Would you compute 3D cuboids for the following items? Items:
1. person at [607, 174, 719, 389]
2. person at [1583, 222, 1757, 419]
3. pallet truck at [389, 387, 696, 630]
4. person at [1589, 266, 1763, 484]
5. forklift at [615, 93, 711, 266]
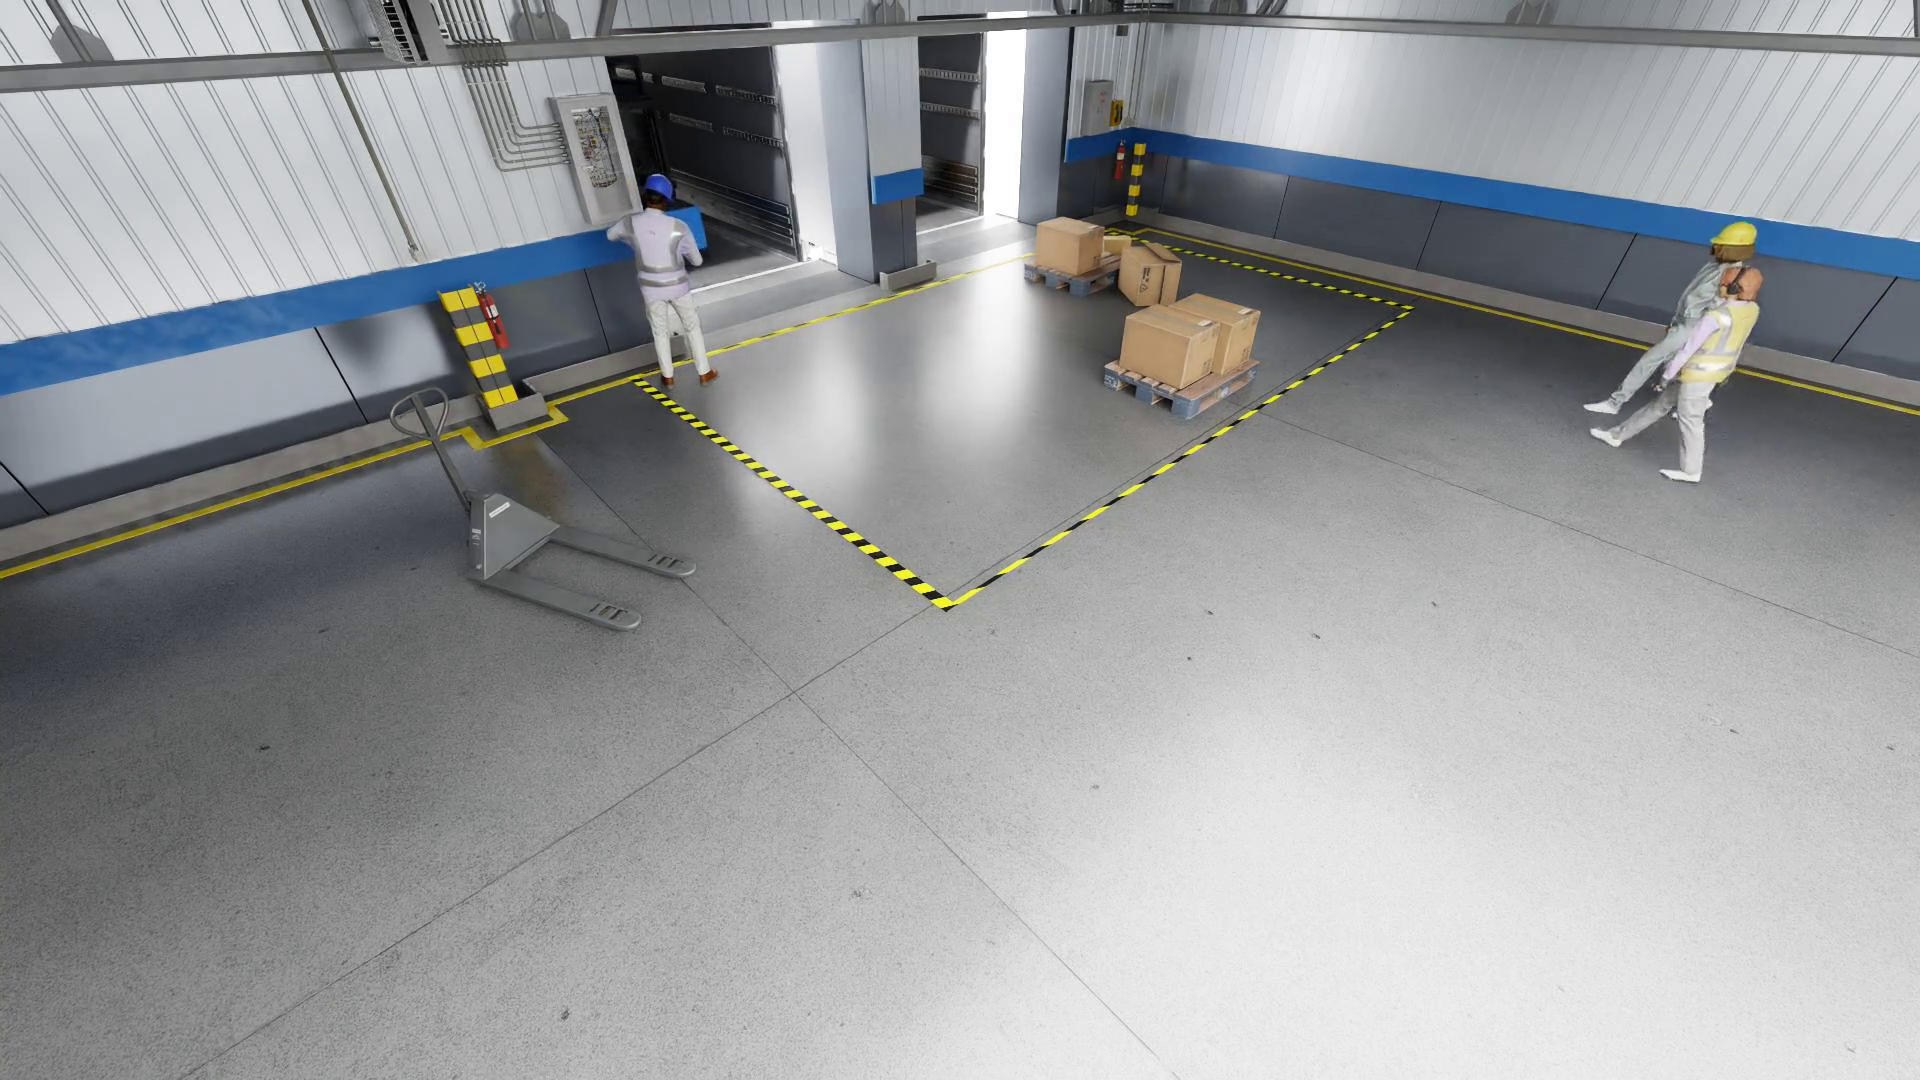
[{"bbox_3d":[-2.762,-2.394,6.851,0.782,1.879,0.725,-8,38,-10],"label":"person"},{"bbox_3d":[6.239,-1.796,6.221,0.886,1.698,0.499,17,41,20],"label":"person"},{"bbox_3d":[-2.613,-0.247,4.593,1.601,1.201,0.680,14,40,17],"label":"pallet truck"},{"bbox_3d":[5.656,-1.281,5.646,0.548,1.575,0.885,-16,41,-20],"label":"person"},{"bbox_3d":[-4.029,-4.722,9.726,0.716,2.013,0.776,-30,47,-33],"label":"forklift"}]
